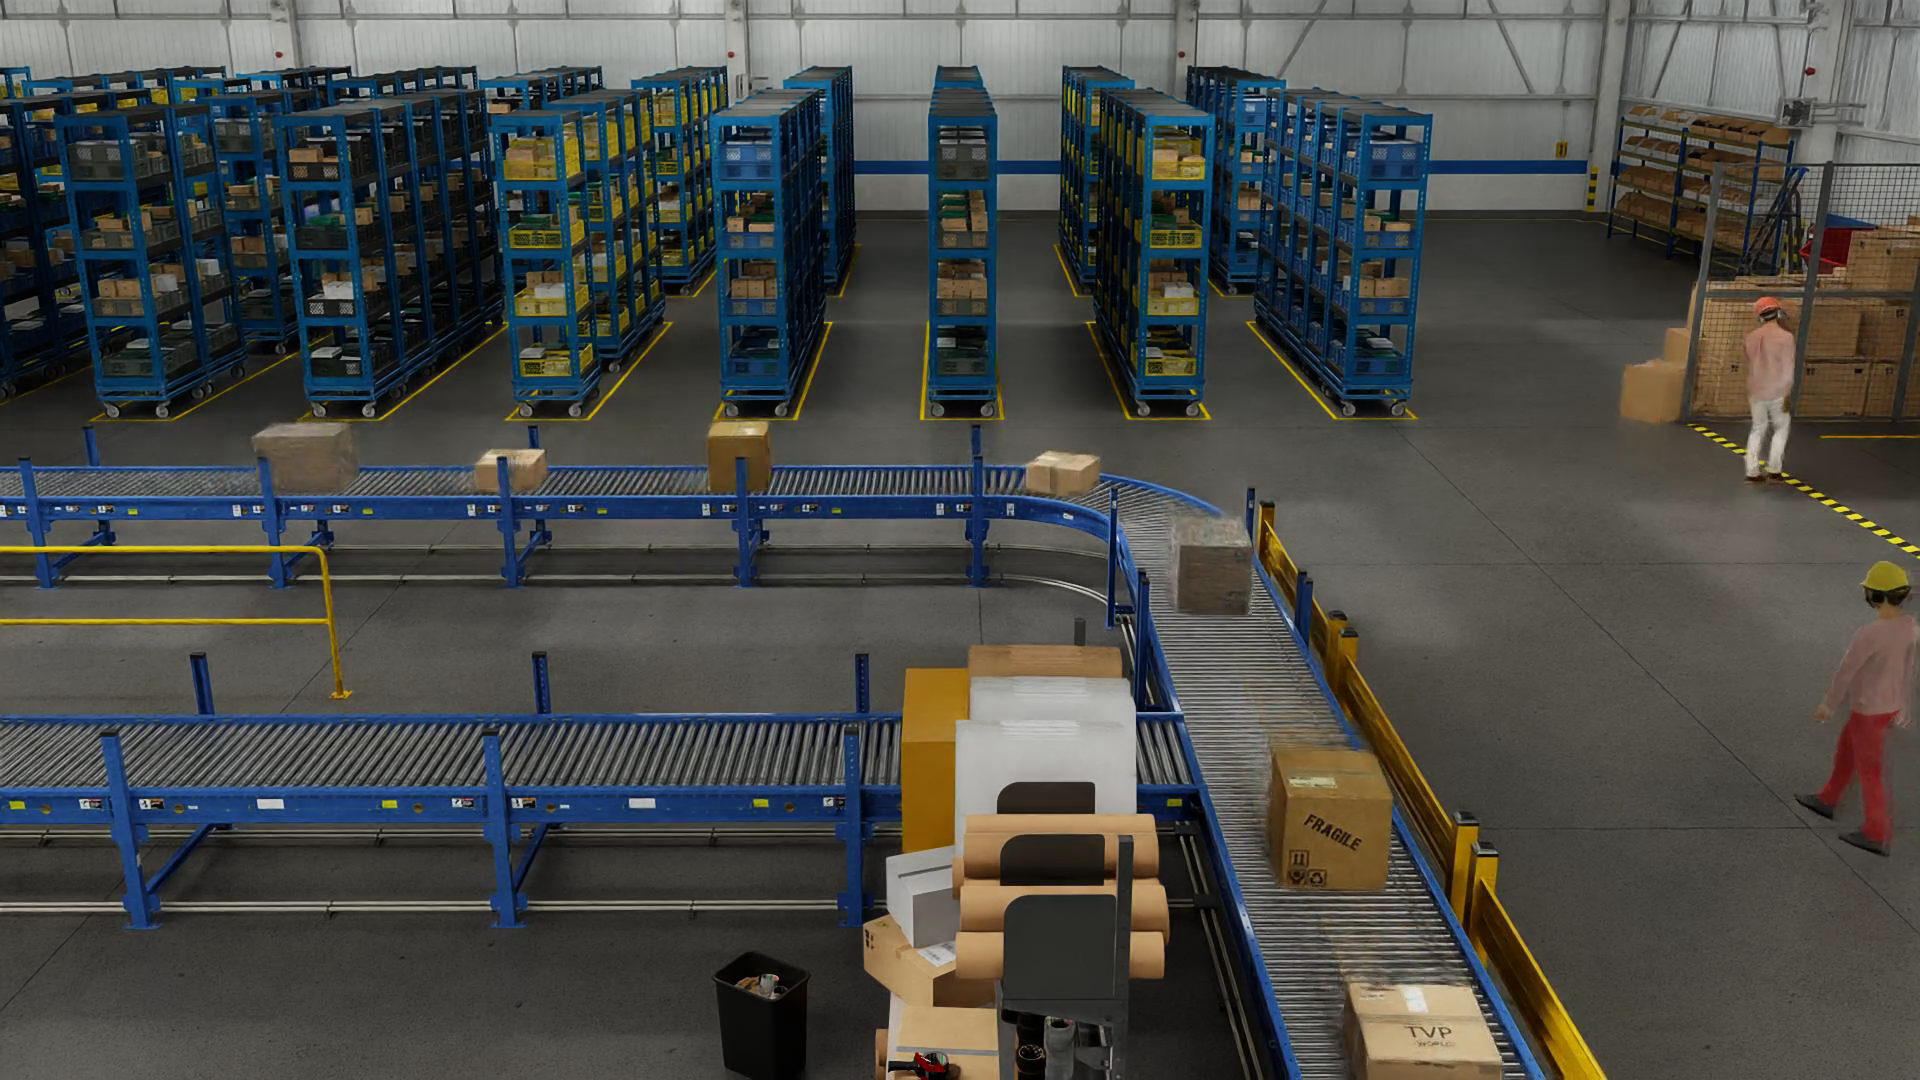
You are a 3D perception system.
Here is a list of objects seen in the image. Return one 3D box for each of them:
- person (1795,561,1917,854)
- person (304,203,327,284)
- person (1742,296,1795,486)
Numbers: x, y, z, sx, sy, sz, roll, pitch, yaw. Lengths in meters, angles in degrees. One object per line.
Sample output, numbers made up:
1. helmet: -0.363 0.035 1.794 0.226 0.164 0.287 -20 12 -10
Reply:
1. person: 5.308 0.954 9.895 0.527 1.740 0.770 -12 21 -32
2. person: -11.073 -5.214 28.754 0.572 1.828 0.735 -1 18 -4
3. person: 8.338 -1.525 17.206 0.469 1.931 0.697 -10 21 -29
